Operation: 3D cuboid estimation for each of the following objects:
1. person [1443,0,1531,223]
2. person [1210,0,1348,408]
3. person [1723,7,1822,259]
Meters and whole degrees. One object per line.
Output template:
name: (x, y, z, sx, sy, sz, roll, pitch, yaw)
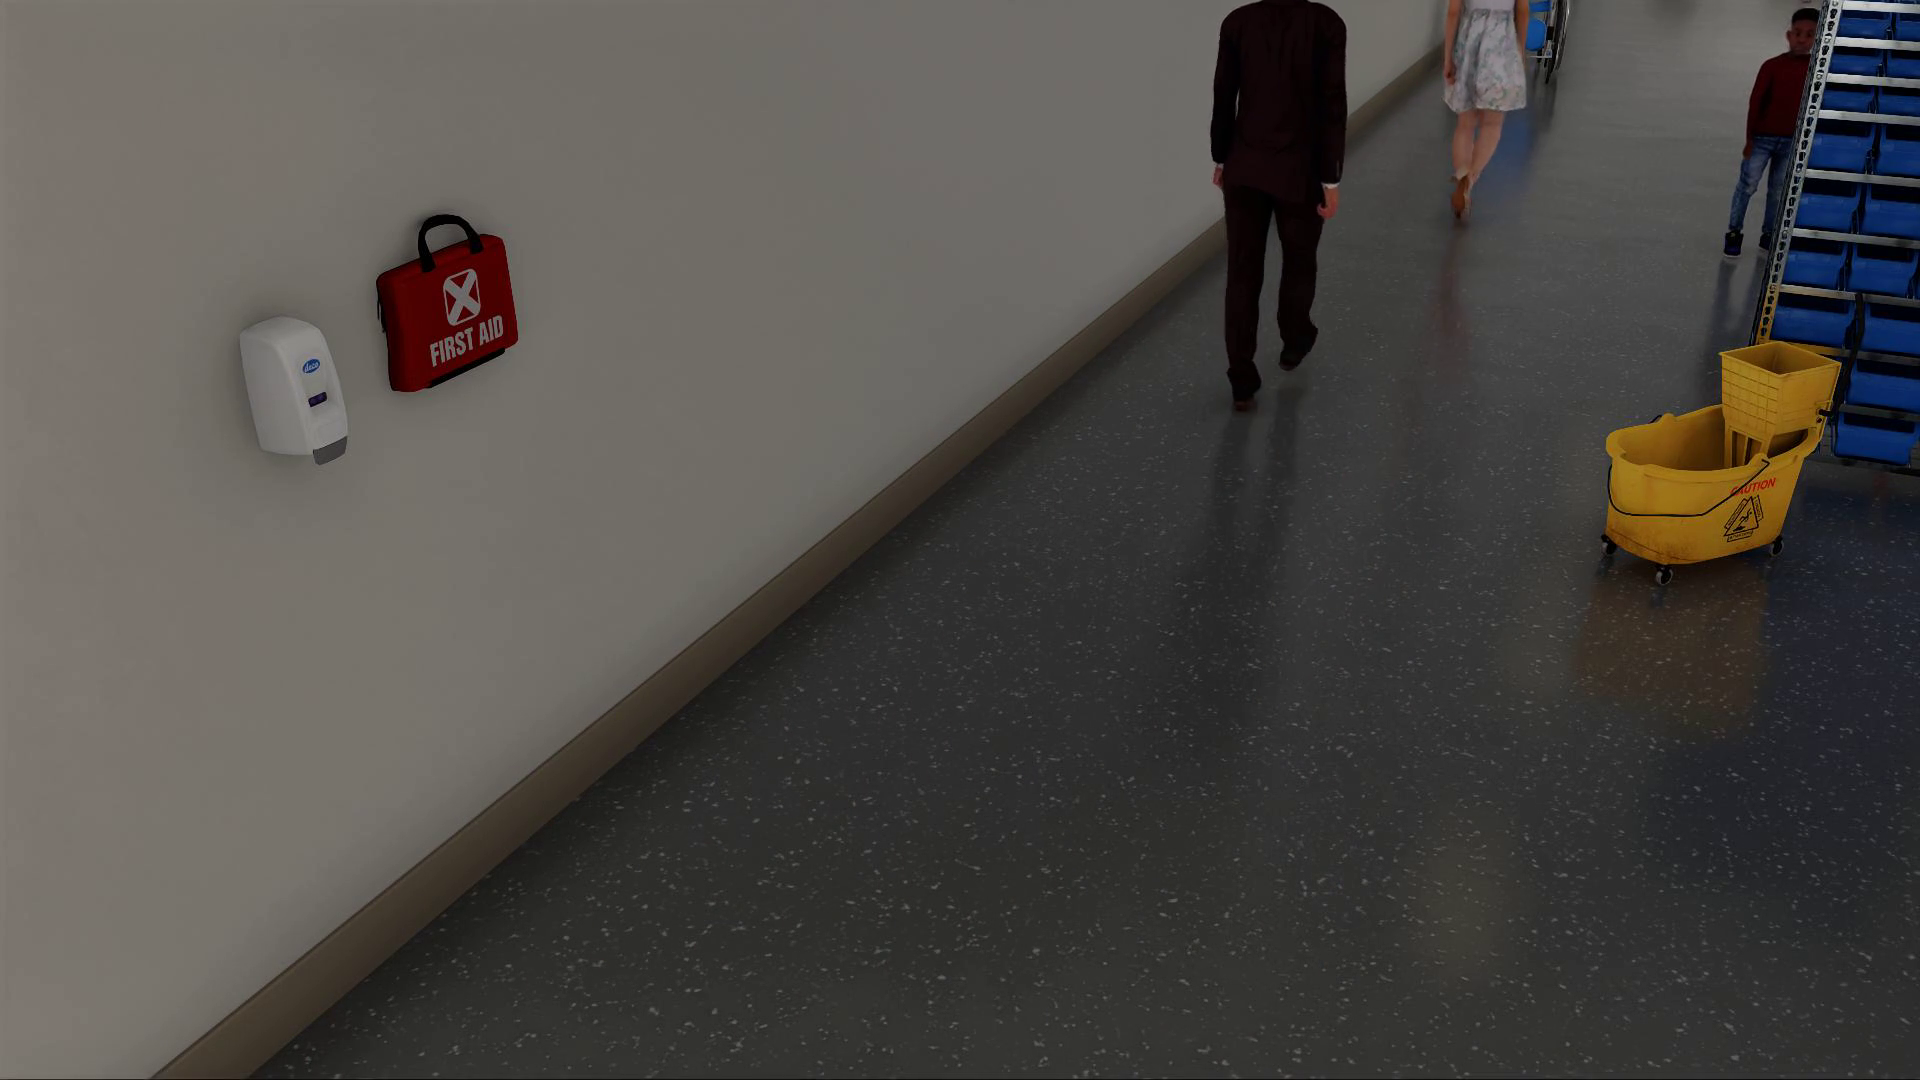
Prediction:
person: (2.766, -2.488, 8.805, 0.953, 1.750, 0.734, 9, 27, 17)
person: (1.200, -1.401, 6.446, 0.946, 1.840, 0.795, 10, 28, 20)
person: (4.205, -2.091, 8.553, 0.518, 1.254, 0.630, 2, 26, 4)
